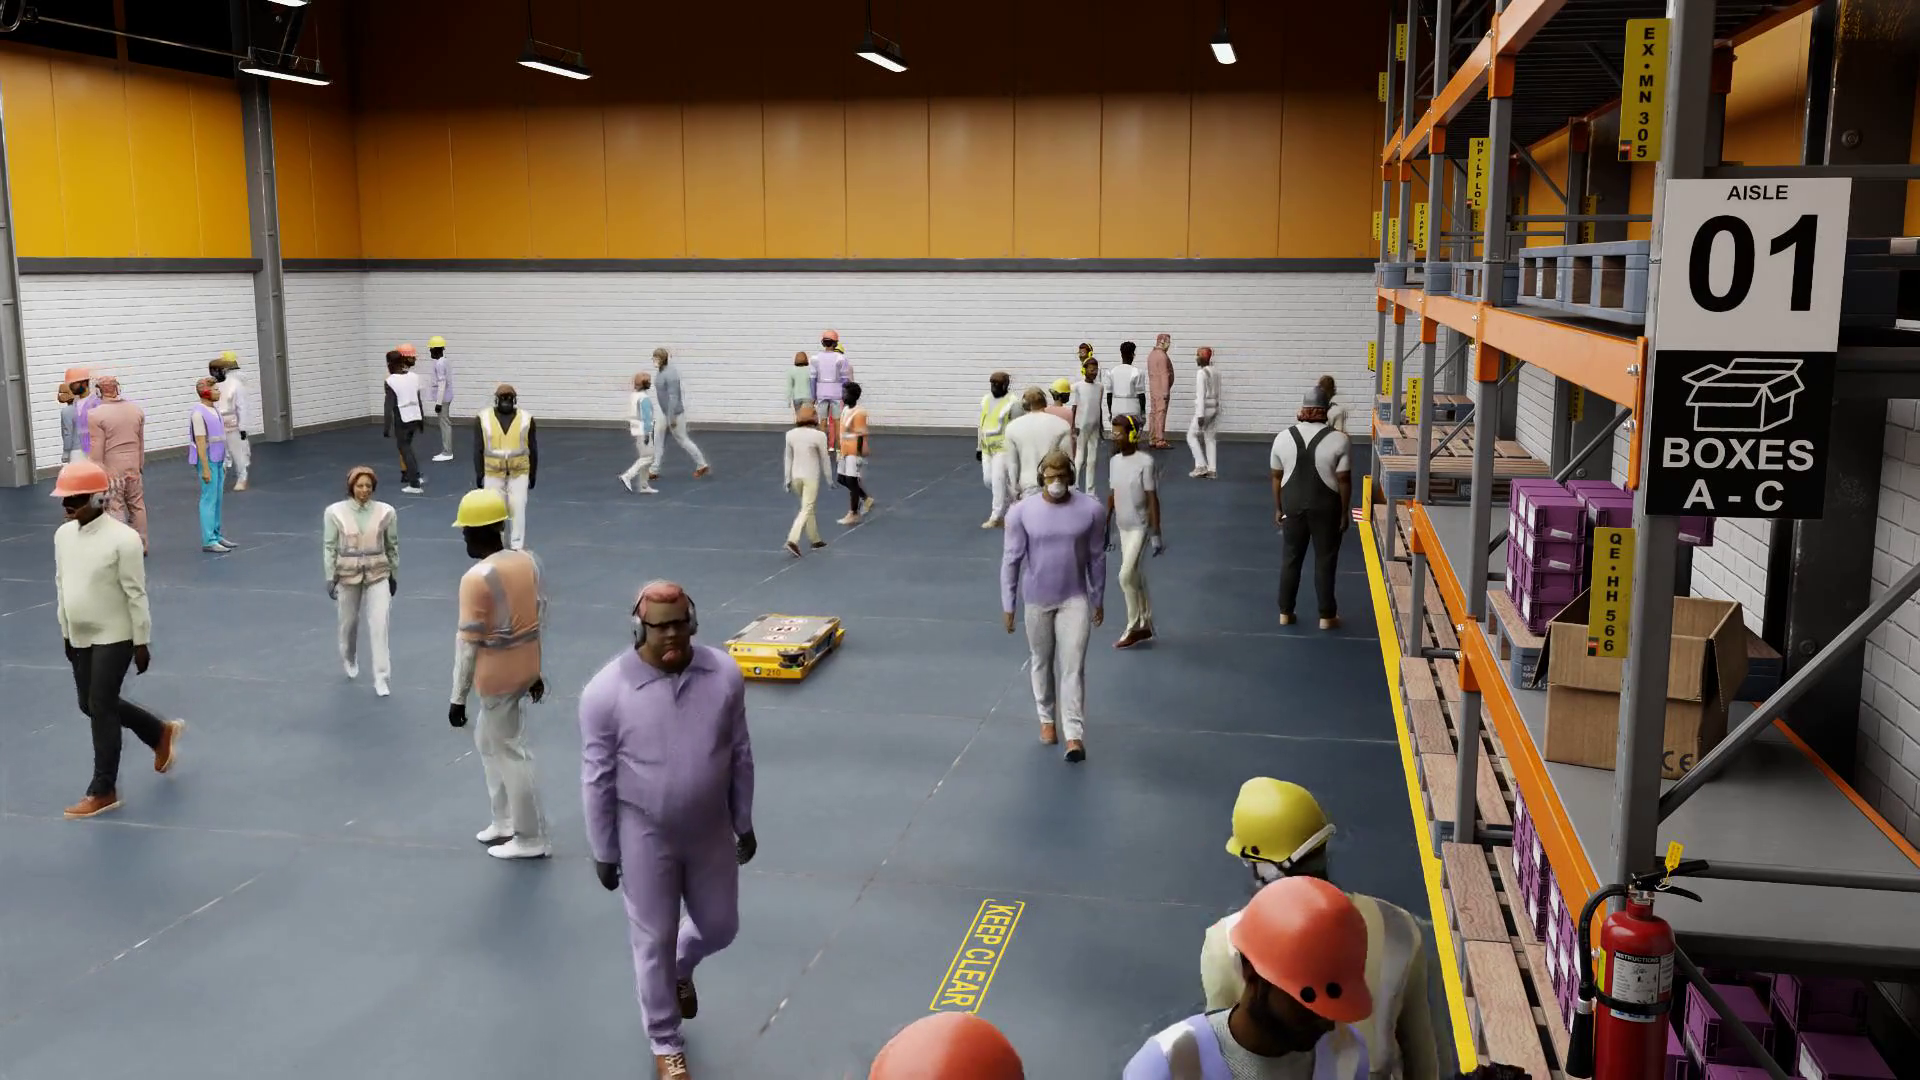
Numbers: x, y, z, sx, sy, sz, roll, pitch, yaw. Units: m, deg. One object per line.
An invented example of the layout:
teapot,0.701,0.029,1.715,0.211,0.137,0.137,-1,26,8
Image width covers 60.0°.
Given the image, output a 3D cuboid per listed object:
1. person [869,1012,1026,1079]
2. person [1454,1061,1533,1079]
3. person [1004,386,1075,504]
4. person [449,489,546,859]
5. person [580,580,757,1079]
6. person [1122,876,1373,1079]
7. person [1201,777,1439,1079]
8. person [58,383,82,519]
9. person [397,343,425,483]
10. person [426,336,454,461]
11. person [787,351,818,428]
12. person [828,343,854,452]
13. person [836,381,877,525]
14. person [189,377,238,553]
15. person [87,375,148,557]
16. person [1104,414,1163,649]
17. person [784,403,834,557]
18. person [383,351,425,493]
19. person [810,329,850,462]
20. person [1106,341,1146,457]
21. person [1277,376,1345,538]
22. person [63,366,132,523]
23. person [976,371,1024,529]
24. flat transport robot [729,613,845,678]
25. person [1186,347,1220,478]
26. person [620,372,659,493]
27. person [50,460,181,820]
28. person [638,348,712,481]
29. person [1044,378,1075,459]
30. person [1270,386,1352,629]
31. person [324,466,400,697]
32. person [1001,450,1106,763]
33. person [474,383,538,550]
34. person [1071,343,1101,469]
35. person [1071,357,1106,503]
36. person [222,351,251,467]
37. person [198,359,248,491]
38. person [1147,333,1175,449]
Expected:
person,-0.119,1.667,2.471,0.981,1.956,0.618,-9,13,-44
person,0.873,1.733,2.938,0.837,1.651,0.530,-6,11,-33
person,0.746,-0.483,15.554,0.655,1.893,0.586,0,9,-1
person,-2.395,0.691,8.437,0.630,1.904,0.608,2,10,13
person,-1.098,1.065,6.236,0.654,1.893,0.578,-6,11,-30
person,0.522,1.535,3.420,0.577,1.899,0.789,-3,10,-18
person,0.906,1.476,4.179,0.646,1.769,0.881,-1,10,-8
person,-10.566,-1.065,19.854,0.285,1.633,0.497,-1,9,-4
person,-7.671,-1.764,23.148,0.362,1.939,0.542,-2,10,-11
person,-8.028,-2.185,25.720,0.365,1.927,0.588,-2,10,-12
person,-2.625,-2.341,27.682,0.500,1.591,0.862,1,10,8
person,-1.960,-2.285,26.834,0.523,1.761,0.323,0,9,0
person,-1.220,-1.017,19.379,0.448,1.686,0.548,-4,10,-22
person,-7.926,-0.795,17.575,0.379,1.848,0.570,-1,10,-9
person,-8.653,-0.731,17.041,0.402,1.904,0.639,4,10,23
person,1.333,-0.065,13.144,0.631,1.854,0.582,-6,11,-33
person,-1.625,-0.636,17.399,0.503,1.588,0.852,5,11,28
person,-7.387,-1.560,22.036,0.492,1.892,0.617,3,10,20
person,-1.986,-2.214,25.552,0.615,2.038,0.395,1,10,9
person,2.332,-1.794,23.247,0.606,1.966,0.367,5,11,30
person,3.852,-0.876,18.167,0.748,1.821,0.532,6,11,30
person,-9.885,-1.071,19.171,0.627,1.885,0.975,5,11,28
person,0.500,-1.055,19.245,0.720,1.818,0.634,-8,12,-40
flat transport robot,-1.358,0.793,12.758,0.652,0.197,1.431,1,9,9
person,3.445,-1.800,23.565,0.531,1.867,0.614,6,11,34
person,-4.226,-1.390,21.860,0.475,1.626,0.520,-5,11,-28
person,-4.766,0.513,9.357,0.626,1.973,0.812,4,10,23
person,-4.006,-1.759,23.317,1.019,1.889,0.673,-6,11,-32
person,1.105,-0.926,18.615,0.330,1.768,0.526,-7,12,-37
person,2.968,-0.286,13.940,0.683,2.000,0.535,6,11,31
person,-4.266,0.265,11.877,0.513,1.613,0.742,-4,10,-23
person,0.580,0.406,10.203,0.661,1.889,0.989,0,9,0
person,-4.644,-0.698,17.050,0.641,1.829,0.607,-3,10,-15
person,1.869,-1.992,24.734,0.538,1.869,0.312,8,12,40
person,1.625,-1.377,21.040,0.533,1.864,0.310,-6,11,-32
person,-10.920,-1.967,24.963,0.487,1.744,0.294,-5,11,-29
person,-9.729,-1.504,22.008,0.637,1.805,0.939,-1,9,-5
person,3.318,-2.443,27.362,0.406,1.901,0.639,-2,10,-14
